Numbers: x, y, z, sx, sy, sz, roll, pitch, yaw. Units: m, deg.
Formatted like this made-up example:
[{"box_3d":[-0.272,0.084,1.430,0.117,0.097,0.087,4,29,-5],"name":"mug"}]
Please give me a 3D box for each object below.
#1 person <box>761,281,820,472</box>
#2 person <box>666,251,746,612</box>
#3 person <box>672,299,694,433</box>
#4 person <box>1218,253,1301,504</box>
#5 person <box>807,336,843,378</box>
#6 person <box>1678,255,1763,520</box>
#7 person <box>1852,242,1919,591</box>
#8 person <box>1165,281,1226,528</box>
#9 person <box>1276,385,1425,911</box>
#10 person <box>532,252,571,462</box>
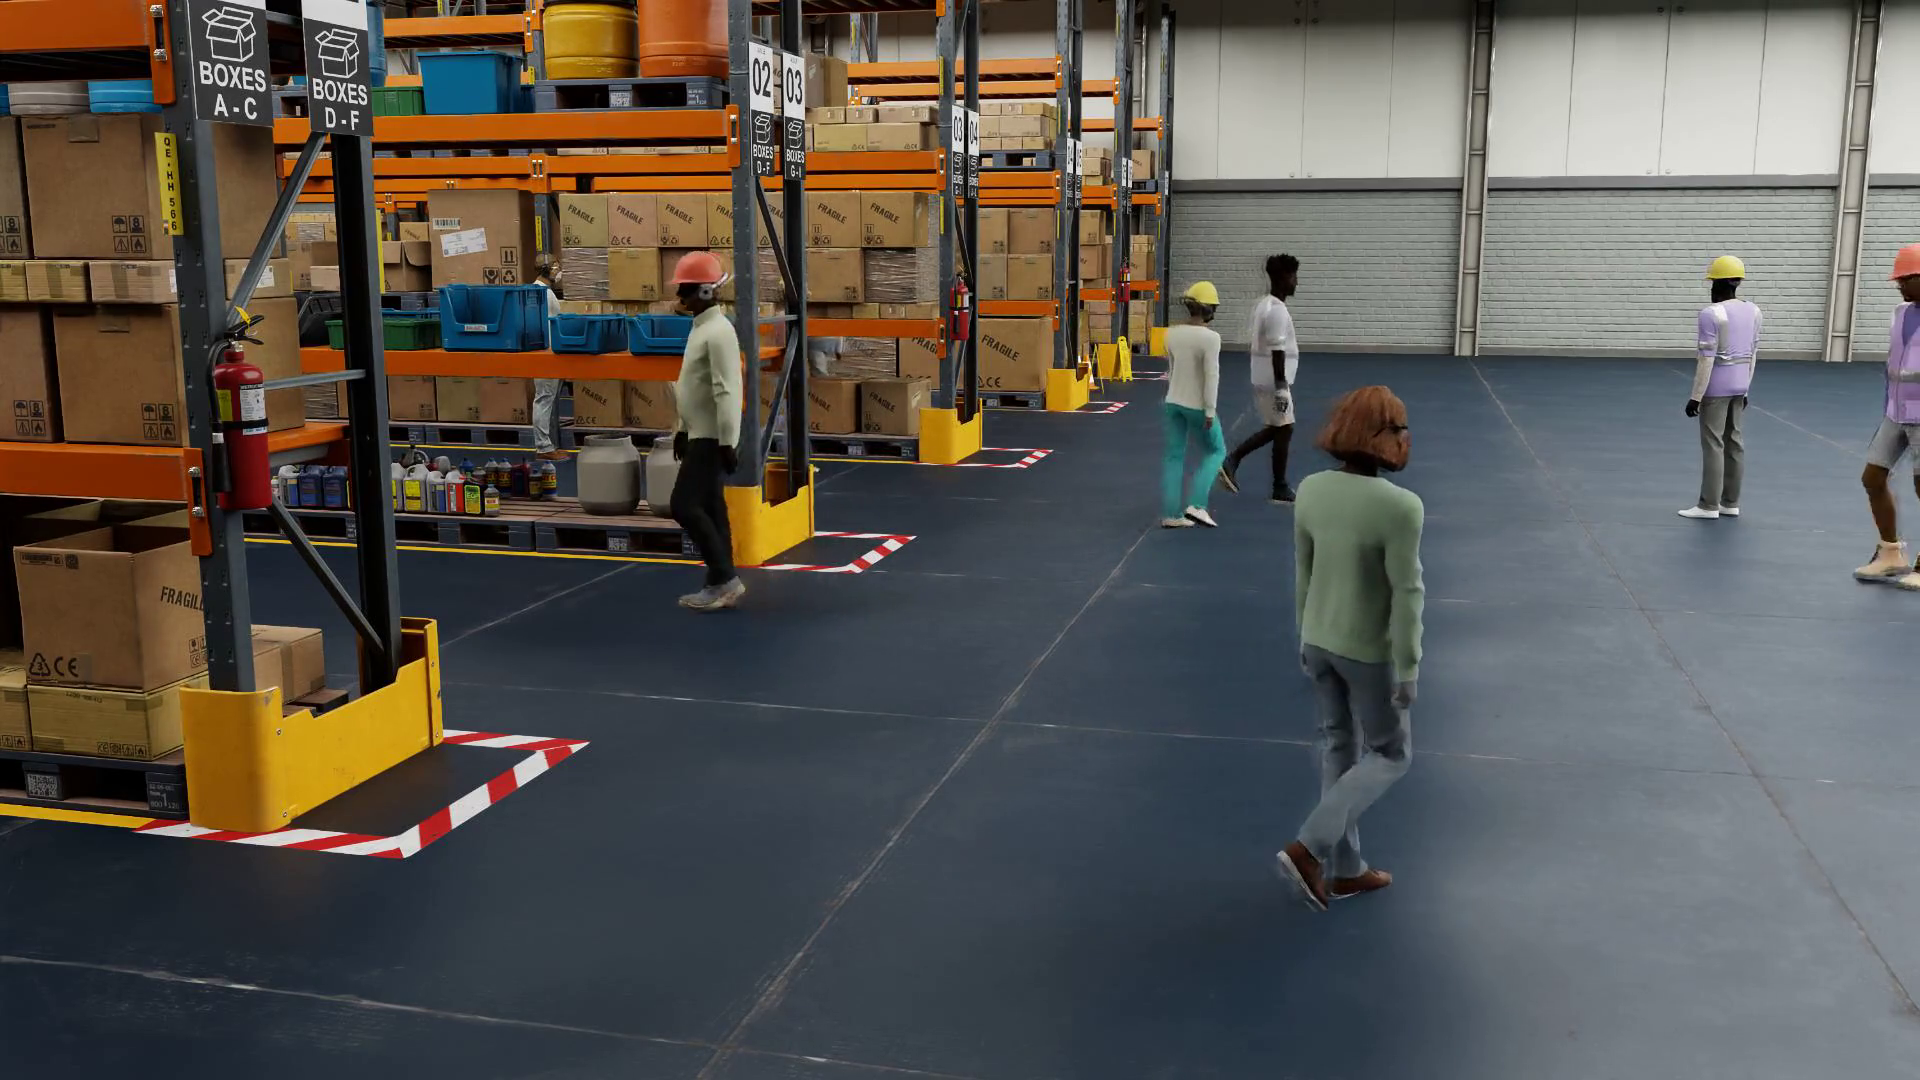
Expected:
[{"box_3d":[-1.560,-1.442,14.533,0.575,1.746,0.524,1,10,6],"name":"person"},{"box_3d":[-1.414,-0.583,9.138,0.441,1.979,0.628,-2,10,-13],"name":"person"},{"box_3d":[-2.236,-1.285,14.010,0.486,1.613,0.521,0,10,-1],"name":"person"},{"box_3d":[2.370,-1.236,12.844,0.669,1.946,0.609,0,10,2],"name":"person"},{"box_3d":[-1.559,-2.115,18.178,0.951,1.785,0.607,8,13,39],"name":"person"},{"box_3d":[5.565,-1.107,12.181,0.586,1.928,0.369,-5,11,-27],"name":"person"},{"box_3d":[5.568,-0.713,9.735,0.537,2.024,0.661,-2,10,-11],"name":"person"},{"box_3d":[1.643,-0.938,11.749,0.416,1.753,0.539,-8,13,-38],"name":"person"},{"box_3d":[1.162,0.342,5.018,0.489,1.617,0.501,-6,12,-32],"name":"person"},{"box_3d":[-3.831,-1.682,15.374,0.364,1.934,0.624,-3,11,-15],"name":"person"}]
